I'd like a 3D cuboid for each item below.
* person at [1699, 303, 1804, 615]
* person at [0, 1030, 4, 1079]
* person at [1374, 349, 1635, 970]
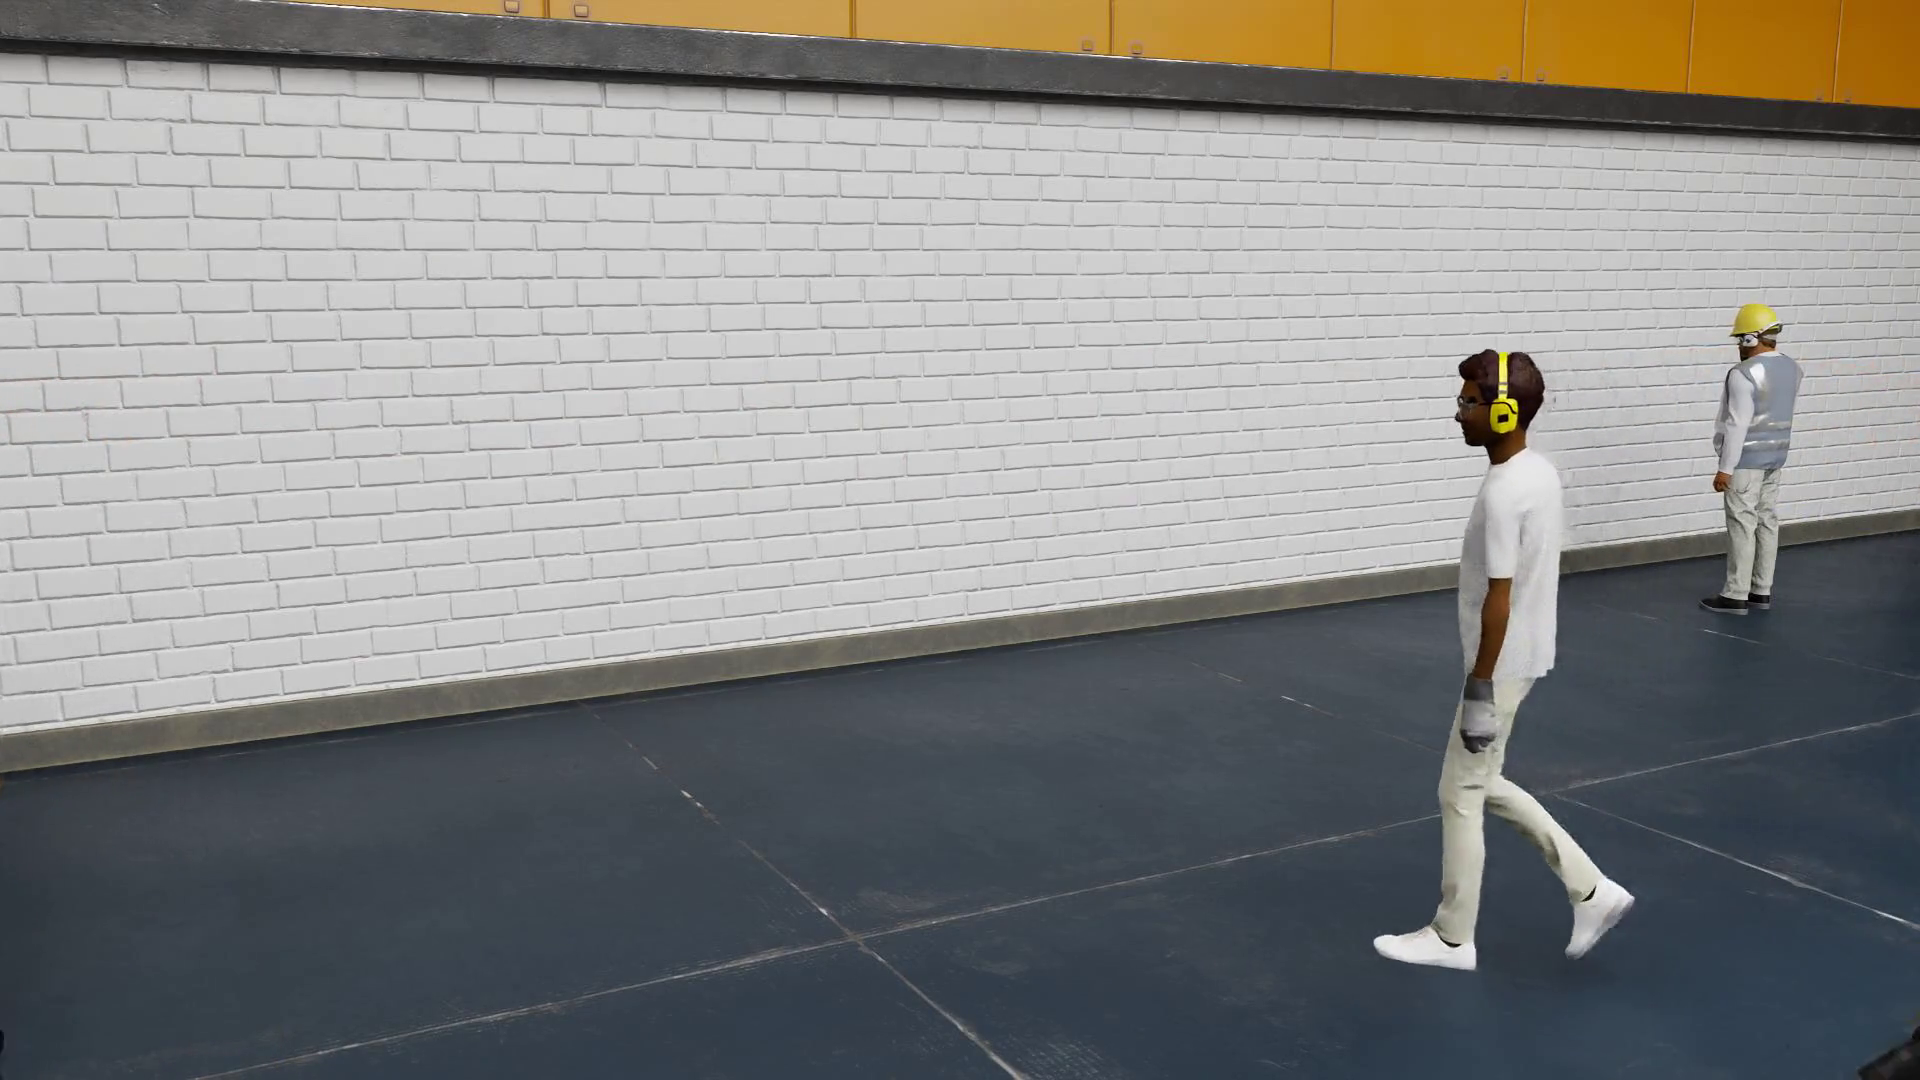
[{"bbox_3d":[4.646,-0.473,9.786,0.586,1.825,0.403,-6,12,-33],"label":"person"},{"bbox_3d":[-2.637,0.481,4.047,0.811,1.919,0.544,6,11,29],"label":"person"},{"bbox_3d":[1.586,0.378,4.795,0.632,1.853,0.545,6,11,29],"label":"person"}]
